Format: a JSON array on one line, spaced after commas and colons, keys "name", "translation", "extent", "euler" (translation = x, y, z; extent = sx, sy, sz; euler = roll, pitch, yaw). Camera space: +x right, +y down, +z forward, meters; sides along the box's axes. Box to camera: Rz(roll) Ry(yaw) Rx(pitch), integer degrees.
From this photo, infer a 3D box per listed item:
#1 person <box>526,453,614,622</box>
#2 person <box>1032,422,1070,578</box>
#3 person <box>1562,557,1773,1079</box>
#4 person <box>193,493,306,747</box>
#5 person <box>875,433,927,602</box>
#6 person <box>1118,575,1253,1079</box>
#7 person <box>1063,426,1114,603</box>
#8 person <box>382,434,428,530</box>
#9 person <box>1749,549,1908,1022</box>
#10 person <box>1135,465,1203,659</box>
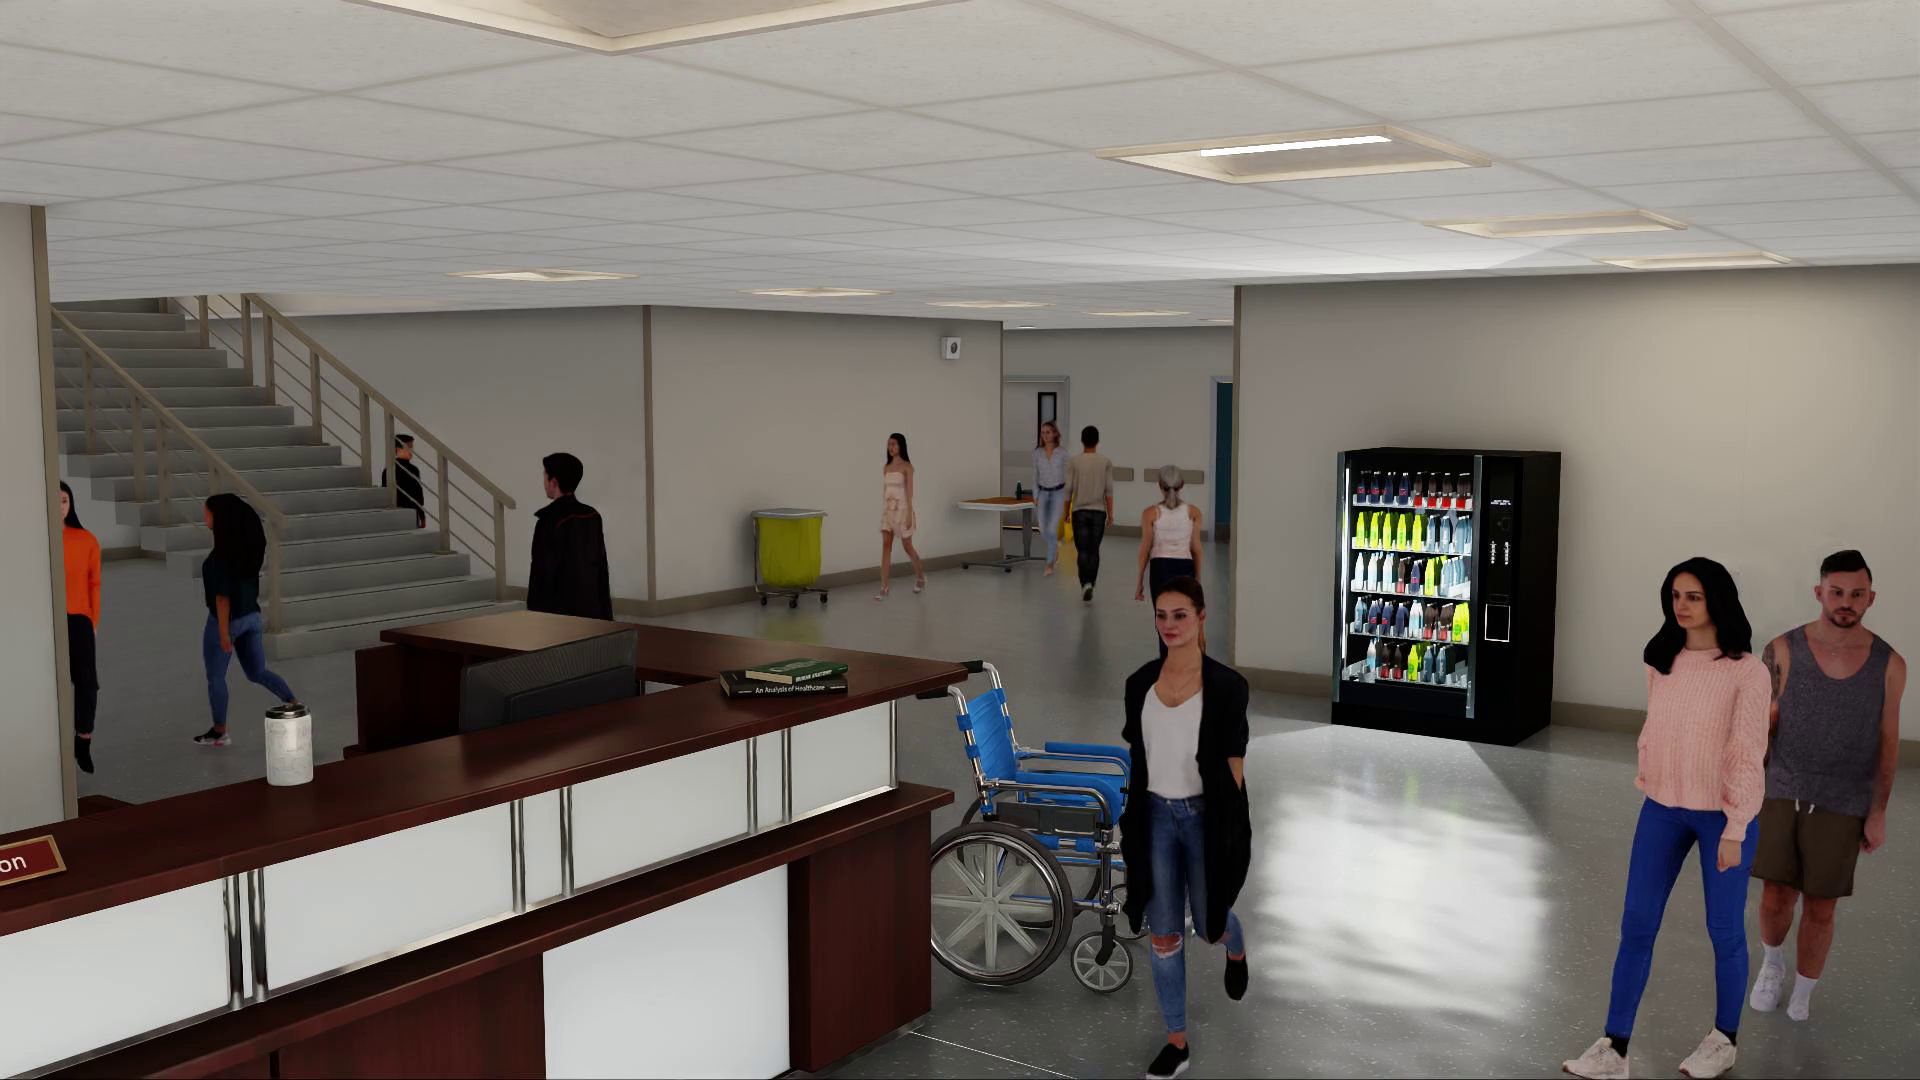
[{"name": "person", "translation": [-2.049, 0.510, 9.038], "extent": [1.322, 1.870, 0.963], "euler": [2, 6, 18]}, {"name": "person", "translation": [1.066, -0.472, 19.284], "extent": [1.037, 1.773, 0.886], "euler": [1, 6, 14]}, {"name": "person", "translation": [2.486, 0.935, 5.463], "extent": [0.975, 1.741, 1.030], "euler": [-3, 7, -31]}, {"name": "person", "translation": [-4.408, 0.527, 10.293], "extent": [1.105, 1.586, 0.810], "euler": [2, 6, 16]}, {"name": "person", "translation": [-0.563, -0.213, 17.098], "extent": [0.963, 1.695, 0.676], "euler": [5, 7, 38]}, {"name": "person", "translation": [0.798, 0.953, 5.661], "extent": [0.921, 1.666, 0.739], "euler": [3, 7, 29]}, {"name": "person", "translation": [1.322, -0.249, 17.036], "extent": [1.167, 1.780, 1.132], "euler": [0, 6, -1]}, {"name": "person", "translation": [-5.799, -0.225, 17.157], "extent": [1.149, 1.708, 0.810], "euler": [2, 6, 21]}, {"name": "person", "translation": [3.145, 0.928, 6.093], "extent": [0.658, 1.821, 0.779], "euler": [3, 7, 30]}, {"name": "person", "translation": [1.519, 0.322, 11.805], "extent": [0.740, 1.691, 0.807], "euler": [0, 6, -5]}]
